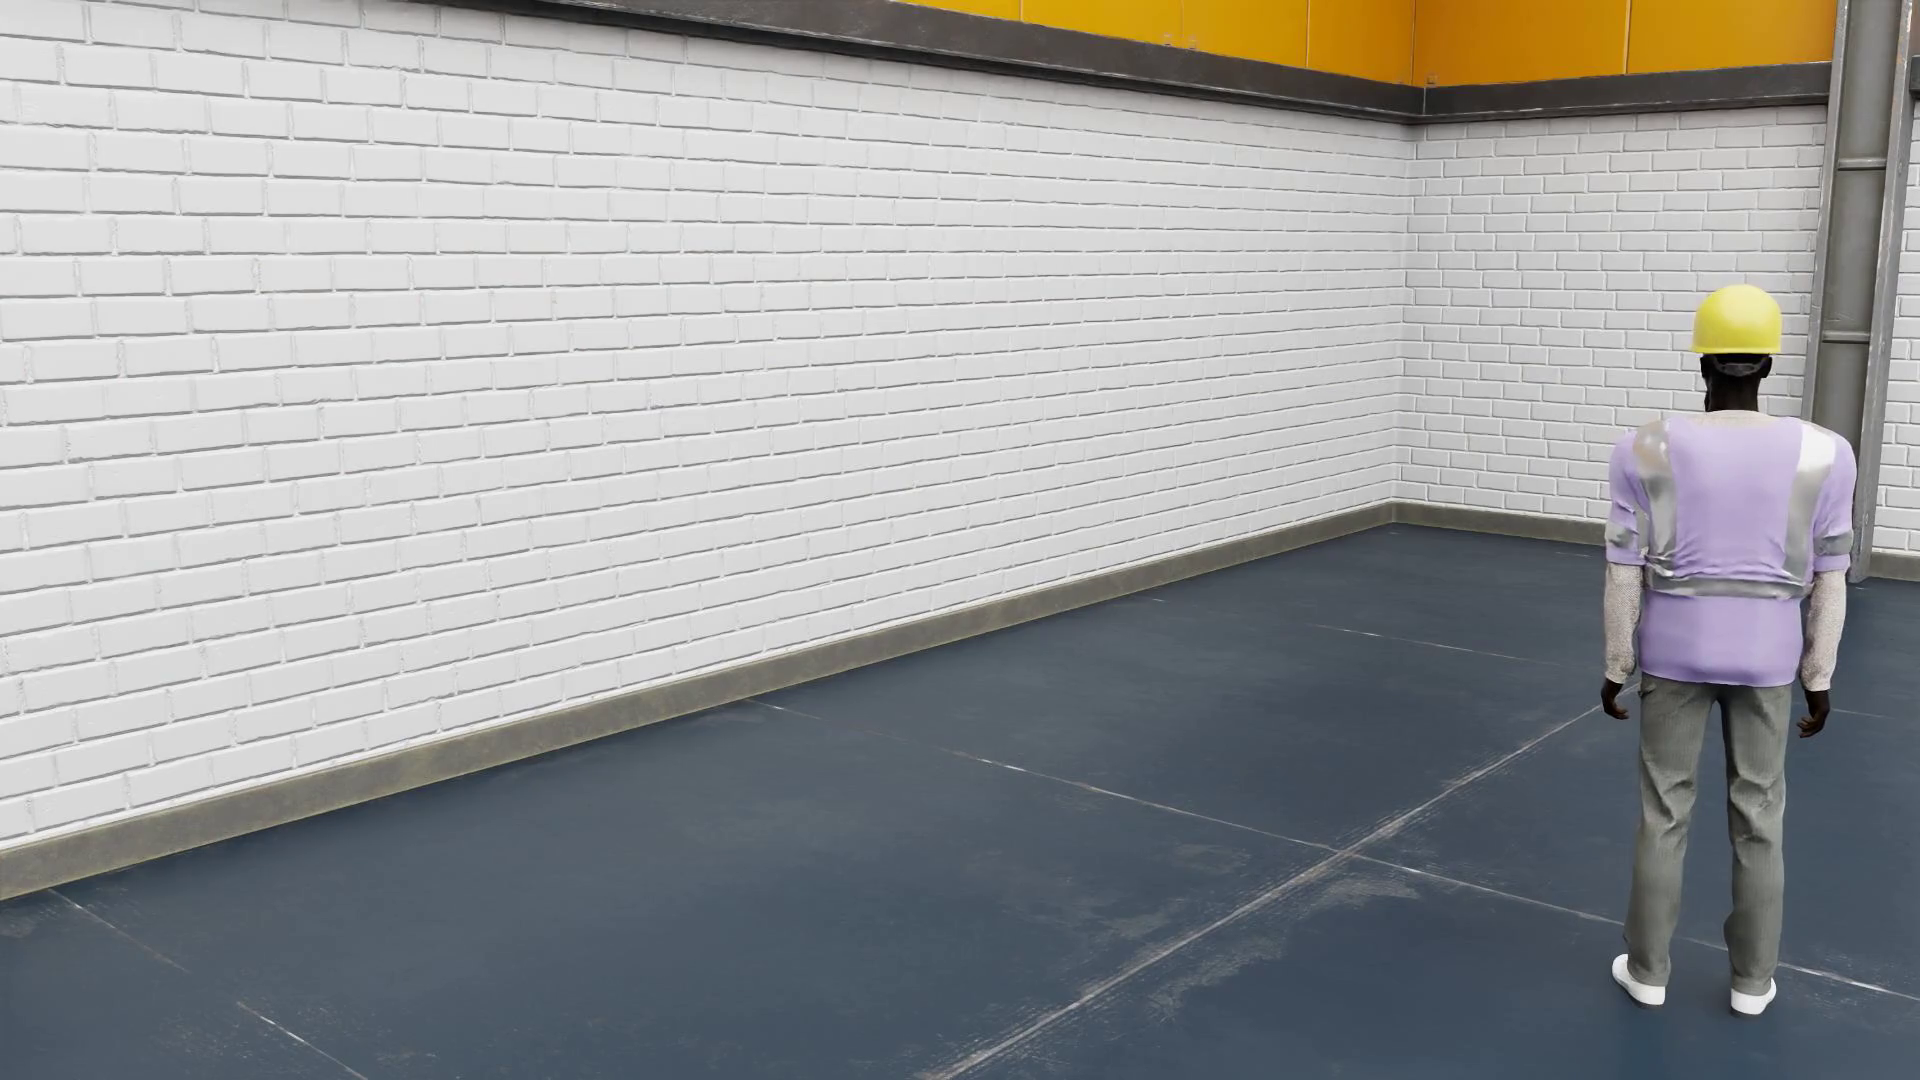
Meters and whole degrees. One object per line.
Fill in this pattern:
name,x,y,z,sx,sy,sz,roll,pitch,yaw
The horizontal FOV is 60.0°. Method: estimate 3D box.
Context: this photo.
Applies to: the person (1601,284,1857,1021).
person,1.980,0.305,4.359,0.587,1.930,0.356,3,10,17
